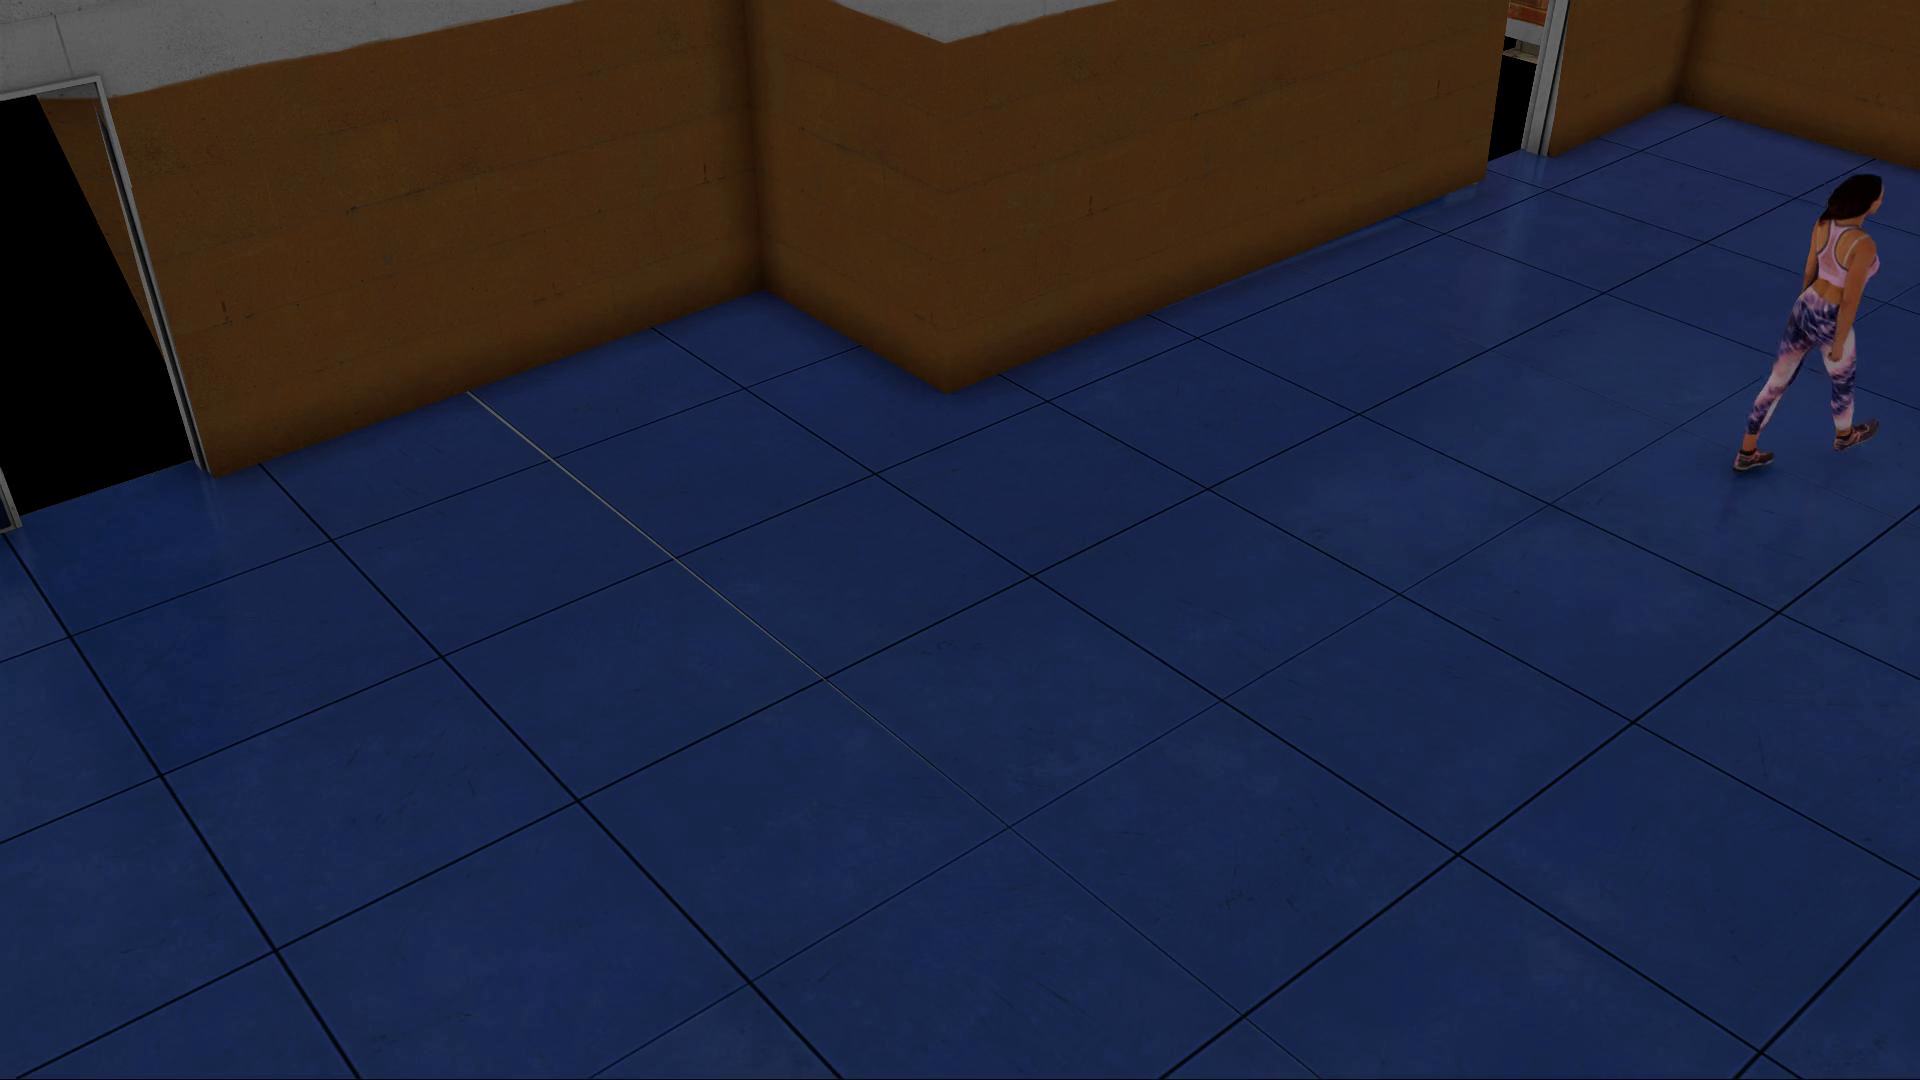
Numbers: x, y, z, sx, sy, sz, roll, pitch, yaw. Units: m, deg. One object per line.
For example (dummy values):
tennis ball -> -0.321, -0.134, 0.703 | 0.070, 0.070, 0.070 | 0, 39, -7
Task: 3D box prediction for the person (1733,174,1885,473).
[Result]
person -> 4.615, -1.125, 9.069 | 0.906, 1.723, 1.136 | -13, 36, -18
